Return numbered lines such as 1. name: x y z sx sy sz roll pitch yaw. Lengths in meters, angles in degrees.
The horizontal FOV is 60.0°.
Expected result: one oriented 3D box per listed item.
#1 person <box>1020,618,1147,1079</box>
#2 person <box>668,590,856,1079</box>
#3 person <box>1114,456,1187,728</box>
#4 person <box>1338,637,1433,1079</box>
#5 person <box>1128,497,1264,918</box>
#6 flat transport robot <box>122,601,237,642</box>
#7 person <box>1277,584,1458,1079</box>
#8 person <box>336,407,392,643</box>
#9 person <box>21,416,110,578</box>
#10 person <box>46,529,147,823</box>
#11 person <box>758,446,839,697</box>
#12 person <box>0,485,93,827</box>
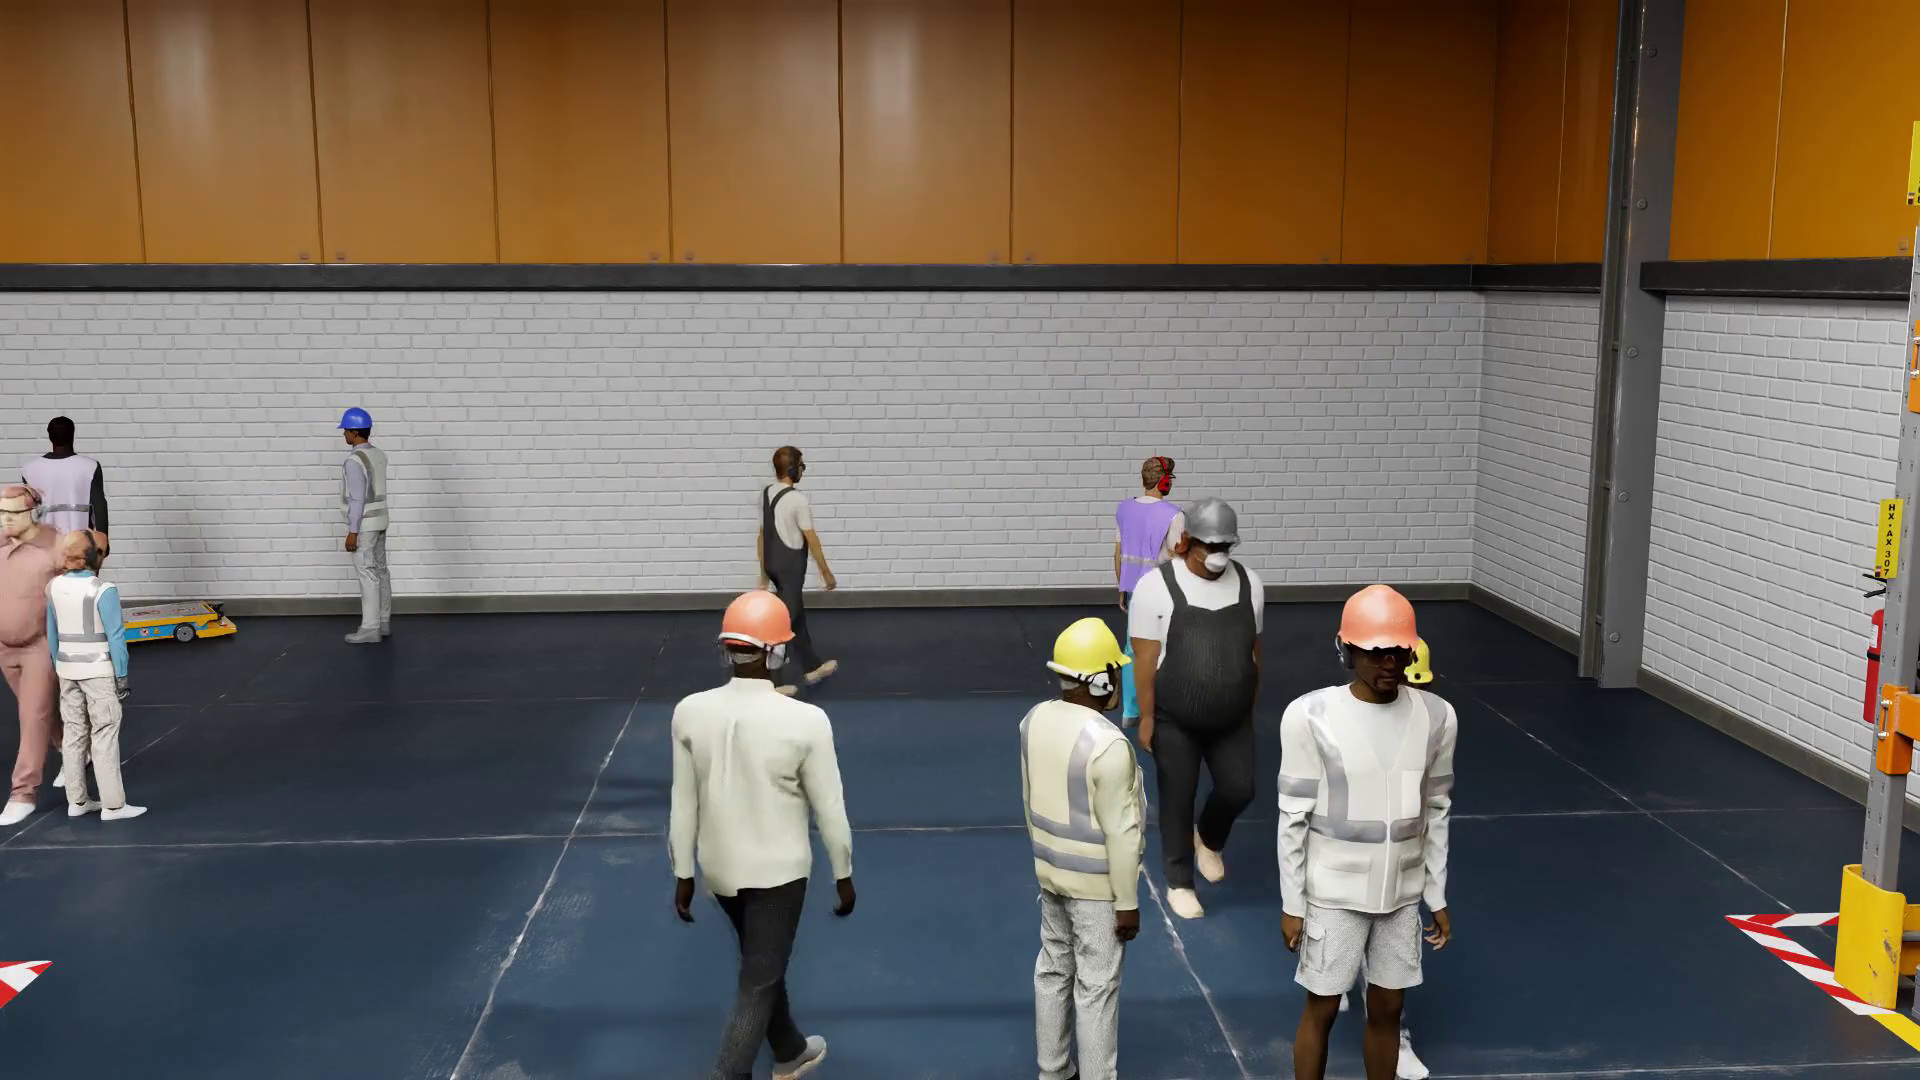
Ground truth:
1. person: 0.460 1.182 5.934 0.404 1.836 0.587 -6 11 -31
2. person: -0.712 1.145 5.853 0.632 1.948 1.041 4 10 23
3. person: 1.261 0.366 11.029 0.373 1.843 0.570 -8 12 -43
4. person: 1.639 1.156 6.569 0.499 1.681 0.907 -3 10 -19
5. person: 1.134 0.769 7.888 0.679 2.000 0.572 -2 9 -10
6. flat transport robot: -6.832 0.711 13.793 1.431 0.197 0.652 -6 11 -33
7. person: 1.343 1.152 5.476 0.608 2.044 0.370 -2 9 -11
8. person: -4.932 -0.125 13.790 0.389 1.948 0.608 0 9 1
9. person: -7.095 -0.023 13.243 0.590 1.919 0.391 -2 9 -15
10. person: -4.829 0.755 9.242 0.523 1.636 0.311 3 10 21
11. person: -1.151 0.224 12.031 0.732 1.821 0.522 -7 12 -39
12. person: -5.315 0.601 9.538 0.649 1.870 0.975 2 9 13
